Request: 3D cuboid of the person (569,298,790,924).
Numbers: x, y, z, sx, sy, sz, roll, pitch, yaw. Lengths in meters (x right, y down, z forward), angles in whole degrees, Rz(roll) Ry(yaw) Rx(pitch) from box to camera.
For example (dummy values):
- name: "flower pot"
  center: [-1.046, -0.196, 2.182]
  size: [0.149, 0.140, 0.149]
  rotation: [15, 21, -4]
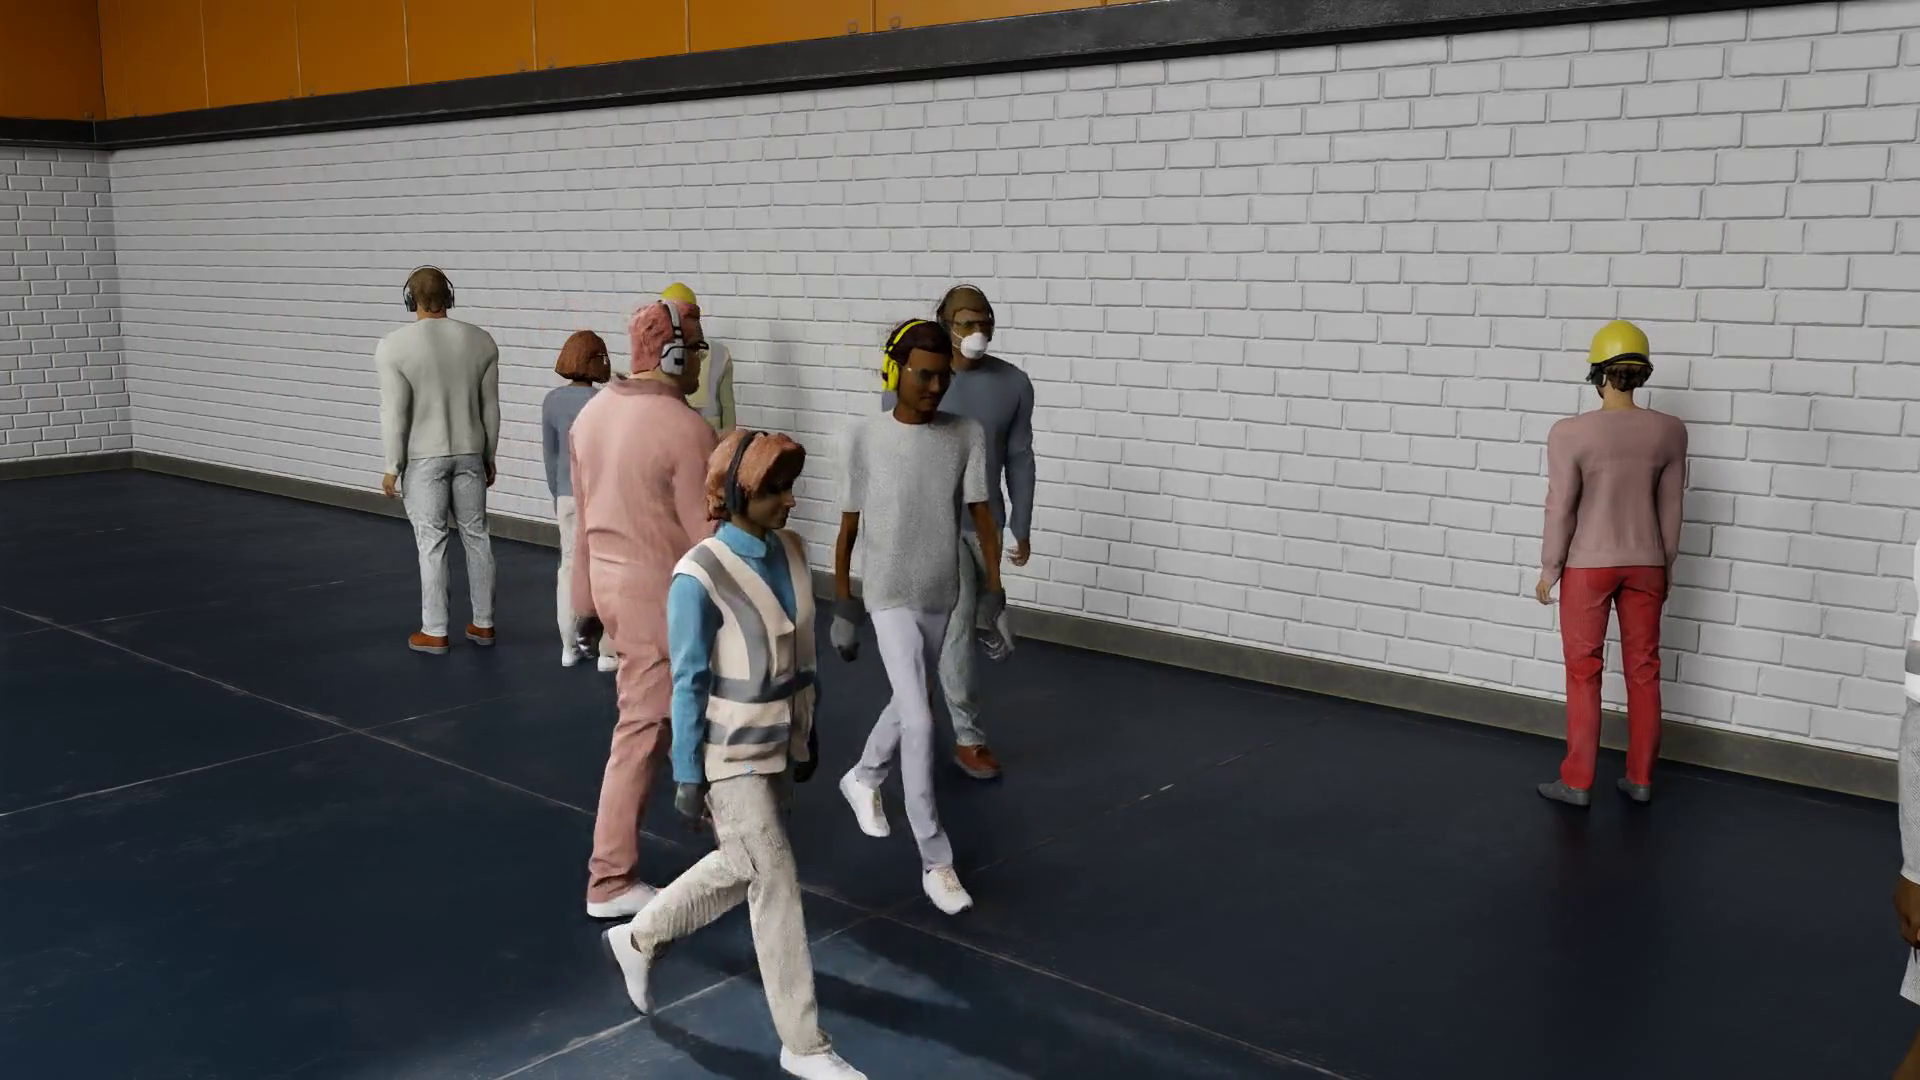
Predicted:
- name: "person"
  center: [-0.821, 0.198, 5.156]
  size: [0.953, 1.862, 0.655]
  rotation: [-8, 13, -40]

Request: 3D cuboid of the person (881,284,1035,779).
- name: "person"
  center: [-0.043, -0.081, 6.694]
  size: [0.639, 1.897, 1.007]
  rotation: [-5, 11, -24]

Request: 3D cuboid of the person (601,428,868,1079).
- name: "person"
  center: [-0.578, 0.517, 4.085]
  size: [0.762, 1.613, 0.518]
  rotation: [5, 11, 25]

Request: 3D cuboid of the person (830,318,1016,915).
- name: "person"
  center: [-0.166, 0.186, 5.396]
  size: [0.536, 1.821, 0.980]
  rotation: [-5, 11, -26]

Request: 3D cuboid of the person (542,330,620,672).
- name: "person"
  center: [-1.778, -0.185, 7.990]
  size: [0.499, 1.634, 0.279]
  rotation: [6, 12, 31]

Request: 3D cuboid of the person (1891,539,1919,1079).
- name: "person"
  center: [1.953, 0.548, 2.960]
  size: [0.551, 1.932, 0.376]
  rotation: [-1, 10, -5]

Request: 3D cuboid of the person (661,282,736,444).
- name: "person"
  center: [-1.557, -0.521, 9.340]
  size: [0.601, 1.830, 0.404]
  rotation: [-4, 11, -22]

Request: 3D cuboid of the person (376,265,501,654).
- name: "person"
  center: [-2.597, -0.396, 8.338]
  size: [0.627, 1.936, 0.374]
  rotation: [-9, 13, -40]

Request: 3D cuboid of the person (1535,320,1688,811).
- name: "person"
  center: [2.333, 0.098, 6.004]
  size: [0.526, 1.769, 0.330]
  rotation: [-1, 10, -6]
